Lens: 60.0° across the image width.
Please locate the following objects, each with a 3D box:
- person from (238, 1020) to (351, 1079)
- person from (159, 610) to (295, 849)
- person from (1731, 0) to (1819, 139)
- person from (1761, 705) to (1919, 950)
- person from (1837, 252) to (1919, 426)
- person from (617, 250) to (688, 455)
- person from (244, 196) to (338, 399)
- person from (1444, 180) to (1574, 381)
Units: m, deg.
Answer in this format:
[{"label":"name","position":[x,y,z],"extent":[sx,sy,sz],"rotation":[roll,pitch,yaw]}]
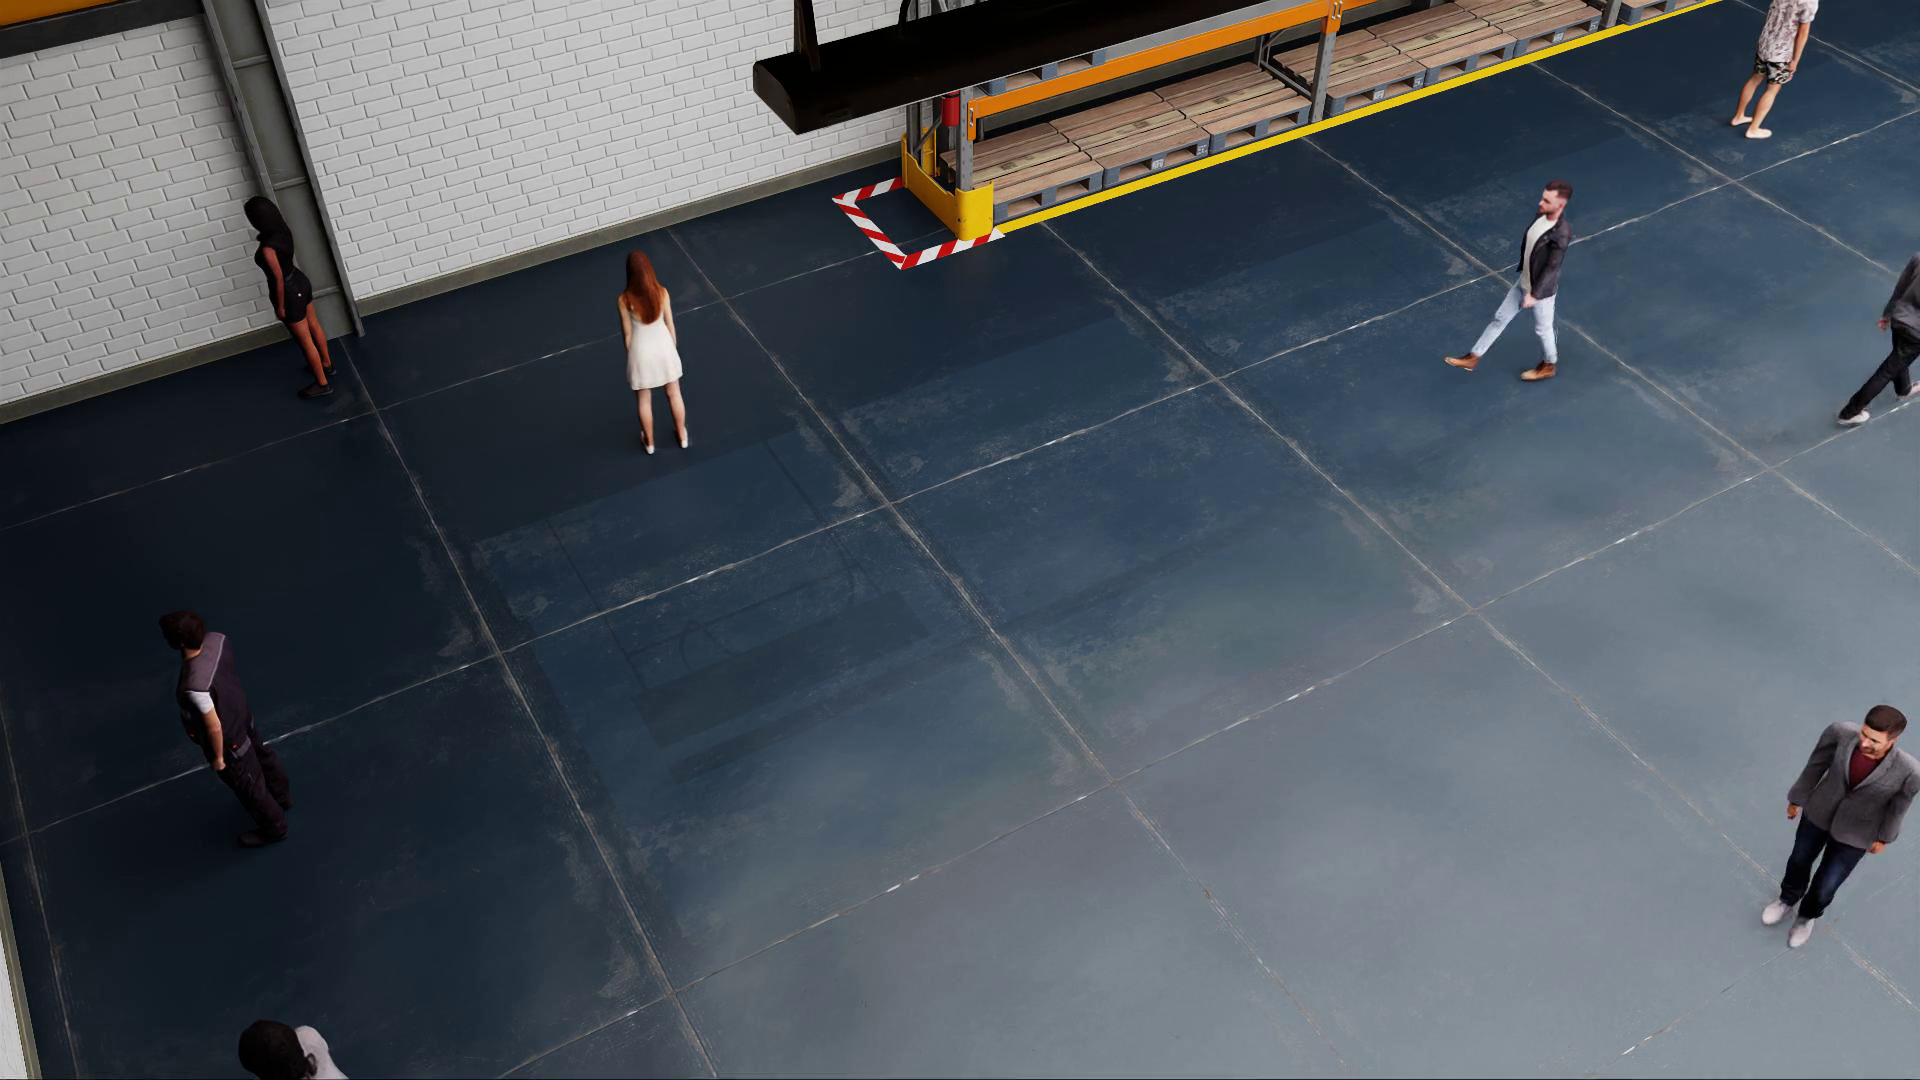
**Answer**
[{"label":"person","position":[-3.069,2.777,7.997],"extent":[0.814,1.603,0.766],"rotation":[1,44,1]},{"label":"person","position":[-4.228,1.070,9.611],"extent":[0.719,1.849,0.733],"rotation":[-4,44,-4]},{"label":"person","position":[7.704,-4.665,15.658],"extent":[0.628,1.811,0.705],"rotation":[-15,46,-15]},{"label":"person","position":[4.873,1.505,9.151],"extent":[0.697,1.855,0.749],"rotation":[-31,52,-28]},{"label":"person","position":[7.071,-1.552,12.460],"extent":[1.144,1.716,0.769],"rotation":[-14,45,-14]},{"label":"person","position":[-2.275,-1.382,12.288],"extent":[0.528,1.706,0.669],"rotation":[-13,45,-13]},{"label":"person","position":[-5.143,-1.885,12.790],"extent":[0.660,1.743,0.674],"rotation":[-4,44,-4]},{"label":"person","position":[4.539,-1.962,12.832],"extent":[1.224,1.797,0.934],"rotation":[-6,44,-6]}]
